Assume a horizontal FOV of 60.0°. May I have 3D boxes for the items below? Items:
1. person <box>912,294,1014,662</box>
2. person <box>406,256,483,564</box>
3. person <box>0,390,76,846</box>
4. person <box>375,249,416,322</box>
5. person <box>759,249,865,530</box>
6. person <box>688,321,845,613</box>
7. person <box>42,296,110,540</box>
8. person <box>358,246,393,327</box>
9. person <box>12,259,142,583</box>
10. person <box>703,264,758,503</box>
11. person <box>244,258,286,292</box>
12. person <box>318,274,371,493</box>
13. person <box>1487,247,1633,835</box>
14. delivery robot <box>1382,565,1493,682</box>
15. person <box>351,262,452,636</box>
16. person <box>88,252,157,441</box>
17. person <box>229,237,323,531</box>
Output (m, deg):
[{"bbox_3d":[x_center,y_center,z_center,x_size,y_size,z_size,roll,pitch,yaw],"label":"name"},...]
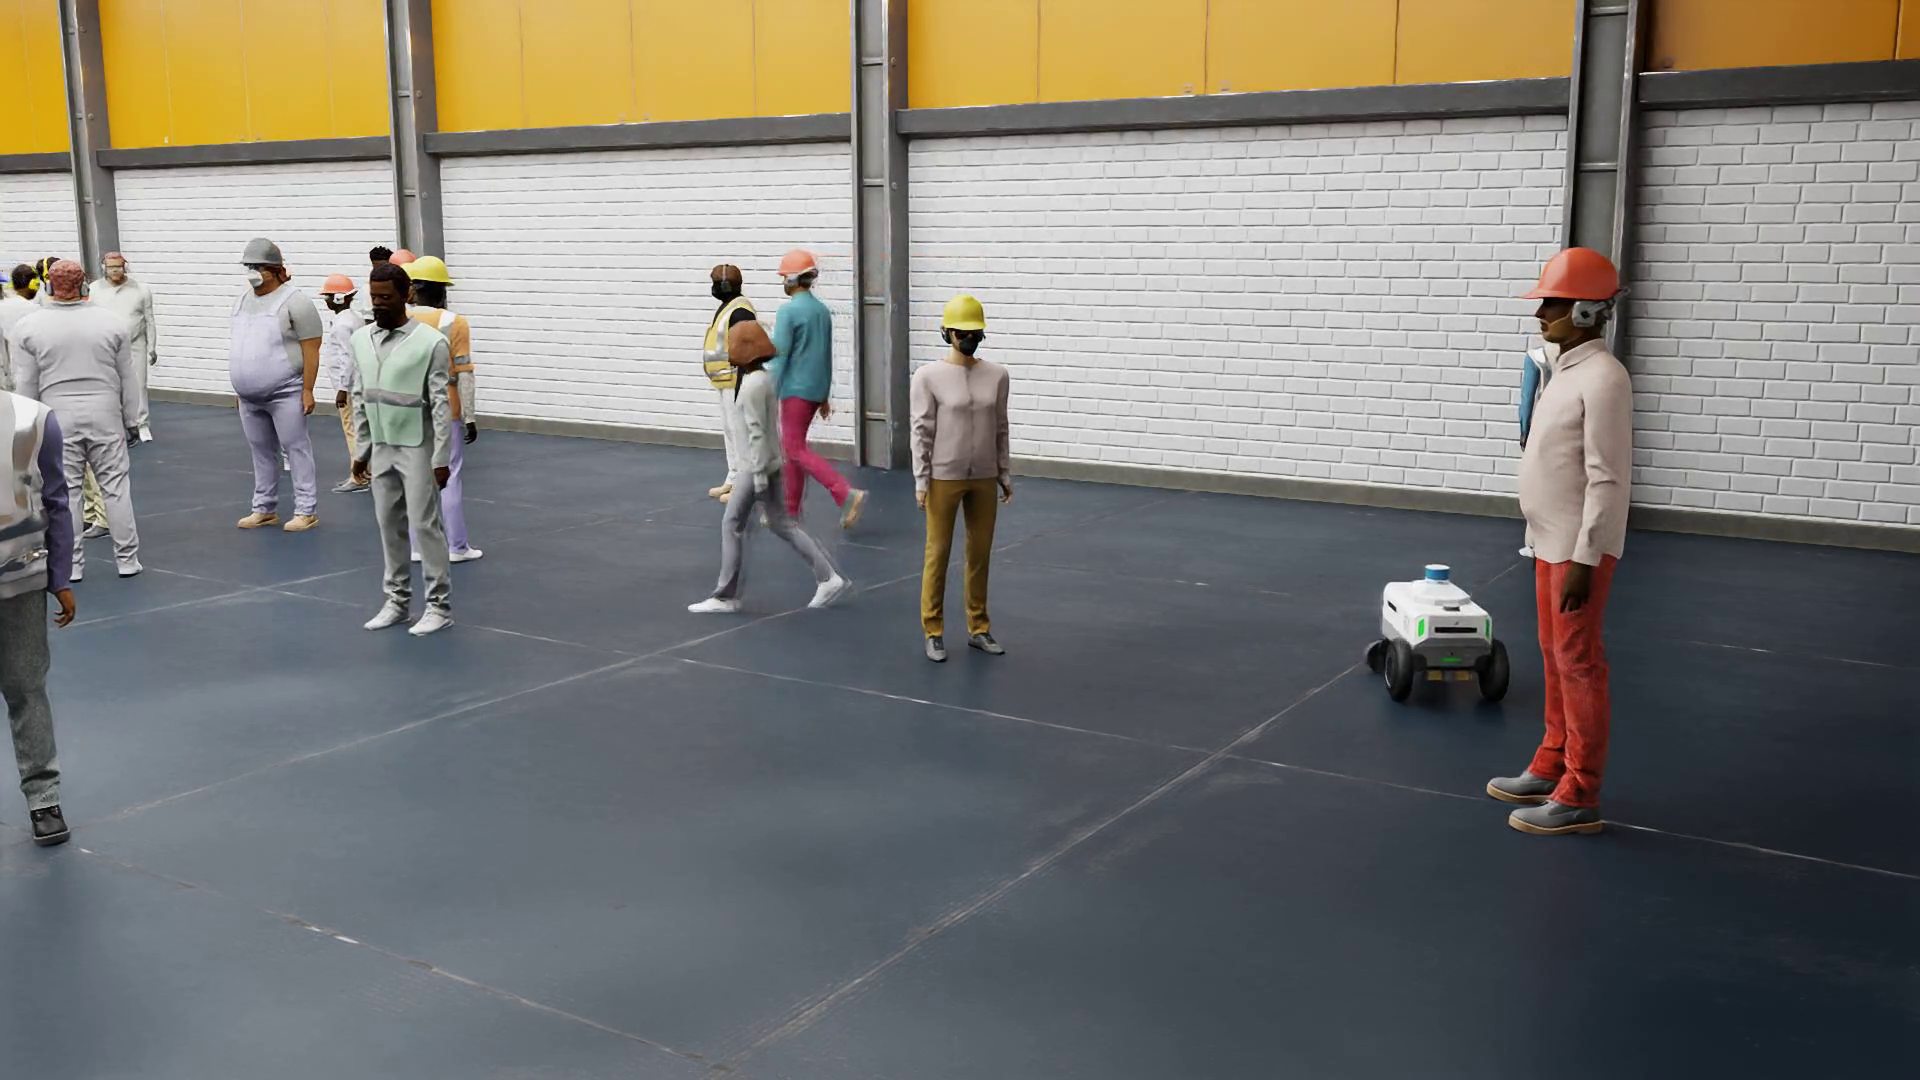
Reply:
[{"bbox_3d":[0.021,-0.296,8.033,0.533,1.767,0.313,-5,11,-27],"label":"person"},{"bbox_3d":[-3.304,-0.804,10.415,0.591,1.921,0.384,2,10,9],"label":"person"},{"bbox_3d":[-3.241,0.132,5.477,0.596,1.832,0.404,-6,12,-29],"label":"person"},{"bbox_3d":[-4.895,-1.595,14.749,0.361,1.939,0.543,7,12,34],"label":"person"},{"bbox_3d":[-1.041,-1.026,11.530,0.825,1.968,0.619,4,11,20],"label":"person"},{"bbox_3d":[-1.042,-0.391,9.022,0.817,1.601,0.511,0,10,2],"label":"person"},{"bbox_3d":[-5.991,-0.883,11.319,0.330,1.751,0.563,-9,13,-40],"label":"person"},{"bbox_3d":[-5.792,-1.954,16.671,0.373,1.963,0.607,0,10,2],"label":"person"},{"bbox_3d":[-5.218,-0.701,9.882,0.636,1.911,0.404,-6,12,-29],"label":"person"},{"bbox_3d":[-1.774,-1.211,12.901,0.429,1.839,0.633,-4,11,-21],"label":"person"},{"bbox_3d":[-7.073,-2.043,17.088,0.608,1.992,0.375,7,12,33],"label":"person"},{"bbox_3d":[-4.954,-1.261,13.410,0.327,1.753,0.563,-2,10,-12],"label":"person"},{"bbox_3d":[2.078,0.010,5.699,0.381,1.996,0.608,1,10,8],"label":"person"},{"bbox_3d":[2.148,0.356,7.518,0.477,0.478,0.707,0,10,2],"label":"delivery robot"},{"bbox_3d":[-2.857,-0.466,8.585,0.593,1.910,0.387,5,11,24],"label":"person"},{"bbox_3d":[-8.397,-1.921,16.655,0.652,1.904,0.403,-5,11,-26],"label":"person"},{"bbox_3d":[-4.803,-1.070,11.559,0.688,2.000,0.536,3,11,19],"label":"person"}]
